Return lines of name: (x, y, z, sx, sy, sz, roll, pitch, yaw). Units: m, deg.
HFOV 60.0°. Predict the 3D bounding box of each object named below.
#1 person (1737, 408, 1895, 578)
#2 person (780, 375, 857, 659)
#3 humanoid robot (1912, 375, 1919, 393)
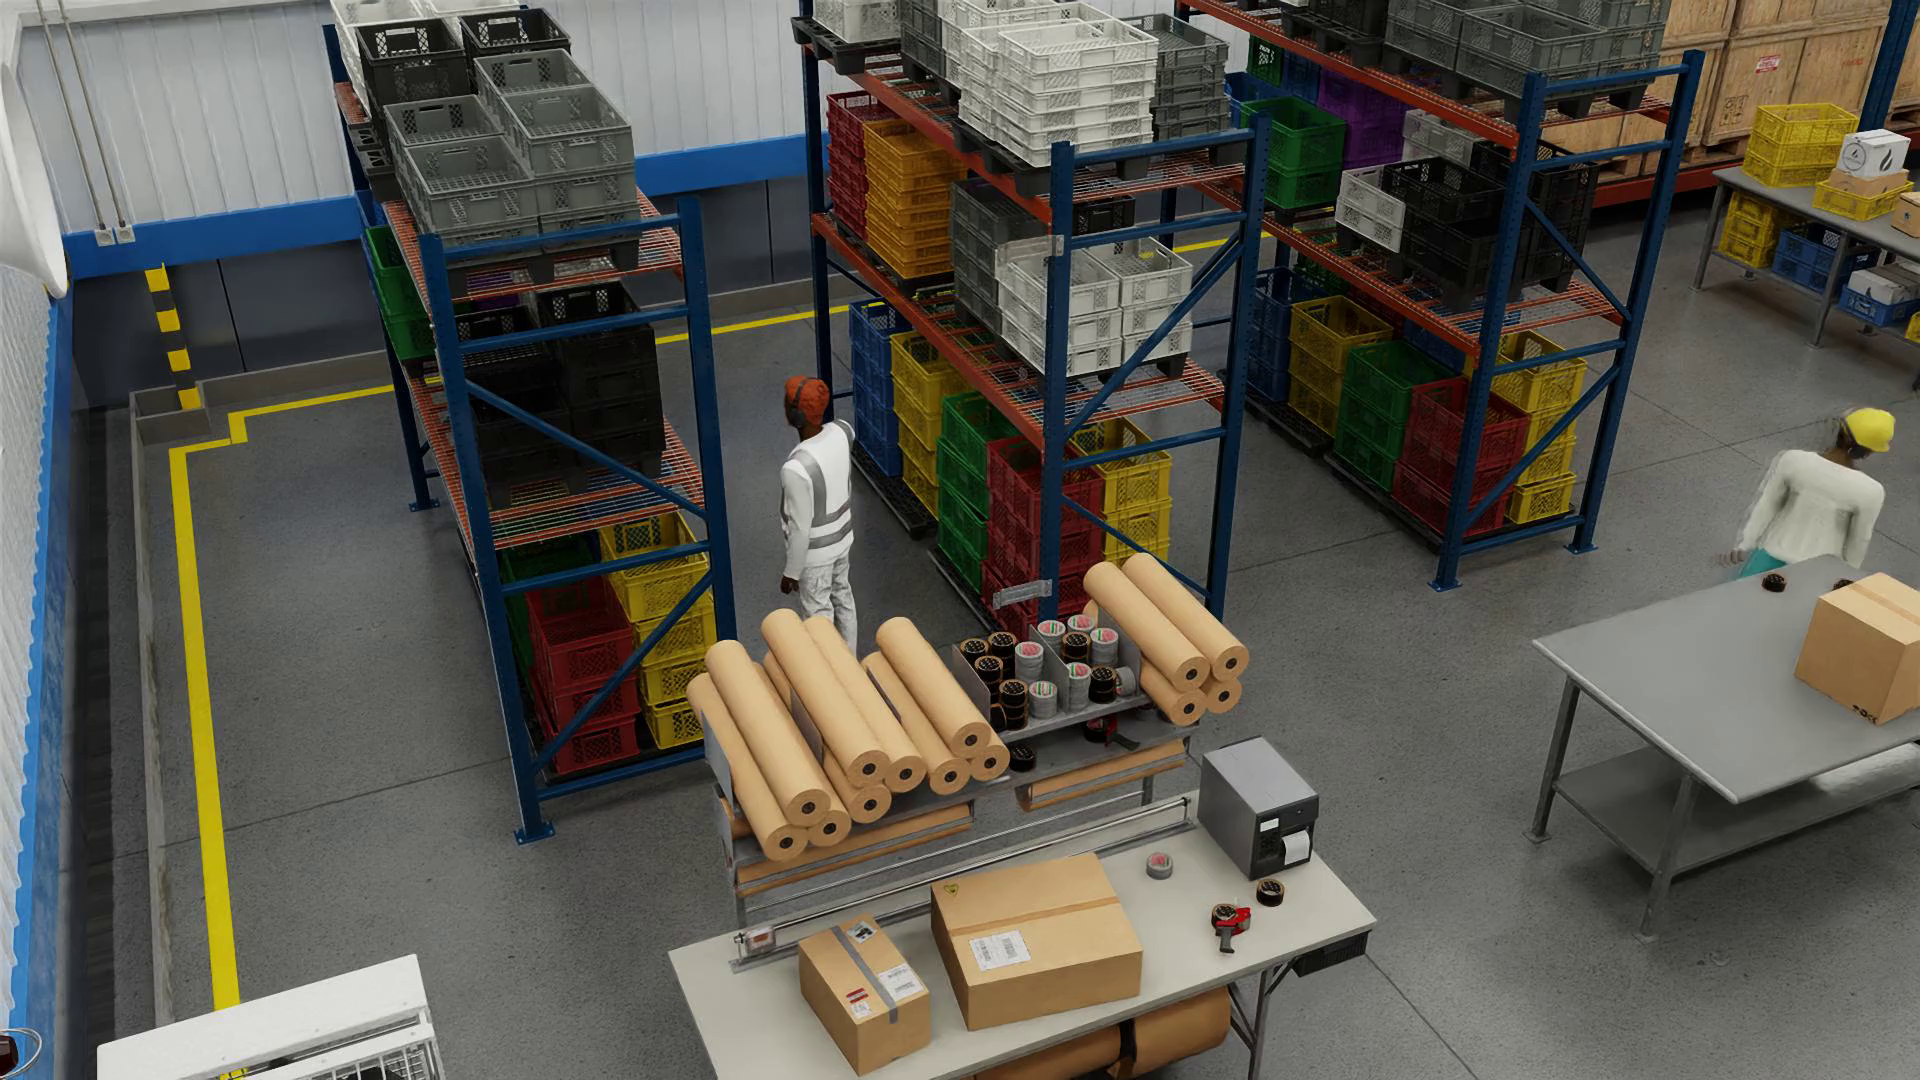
person: (4.200, 0.068, 8.473, 0.720, 1.716, 0.371, 24, 39, 33)
person: (-0.722, 0.031, 8.381, 0.354, 1.883, 0.573, 13, 34, 21)
humanoid robot: (6.304, -0.997, 10.263, 0.577, 1.640, 0.533, -9, 33, -14)
